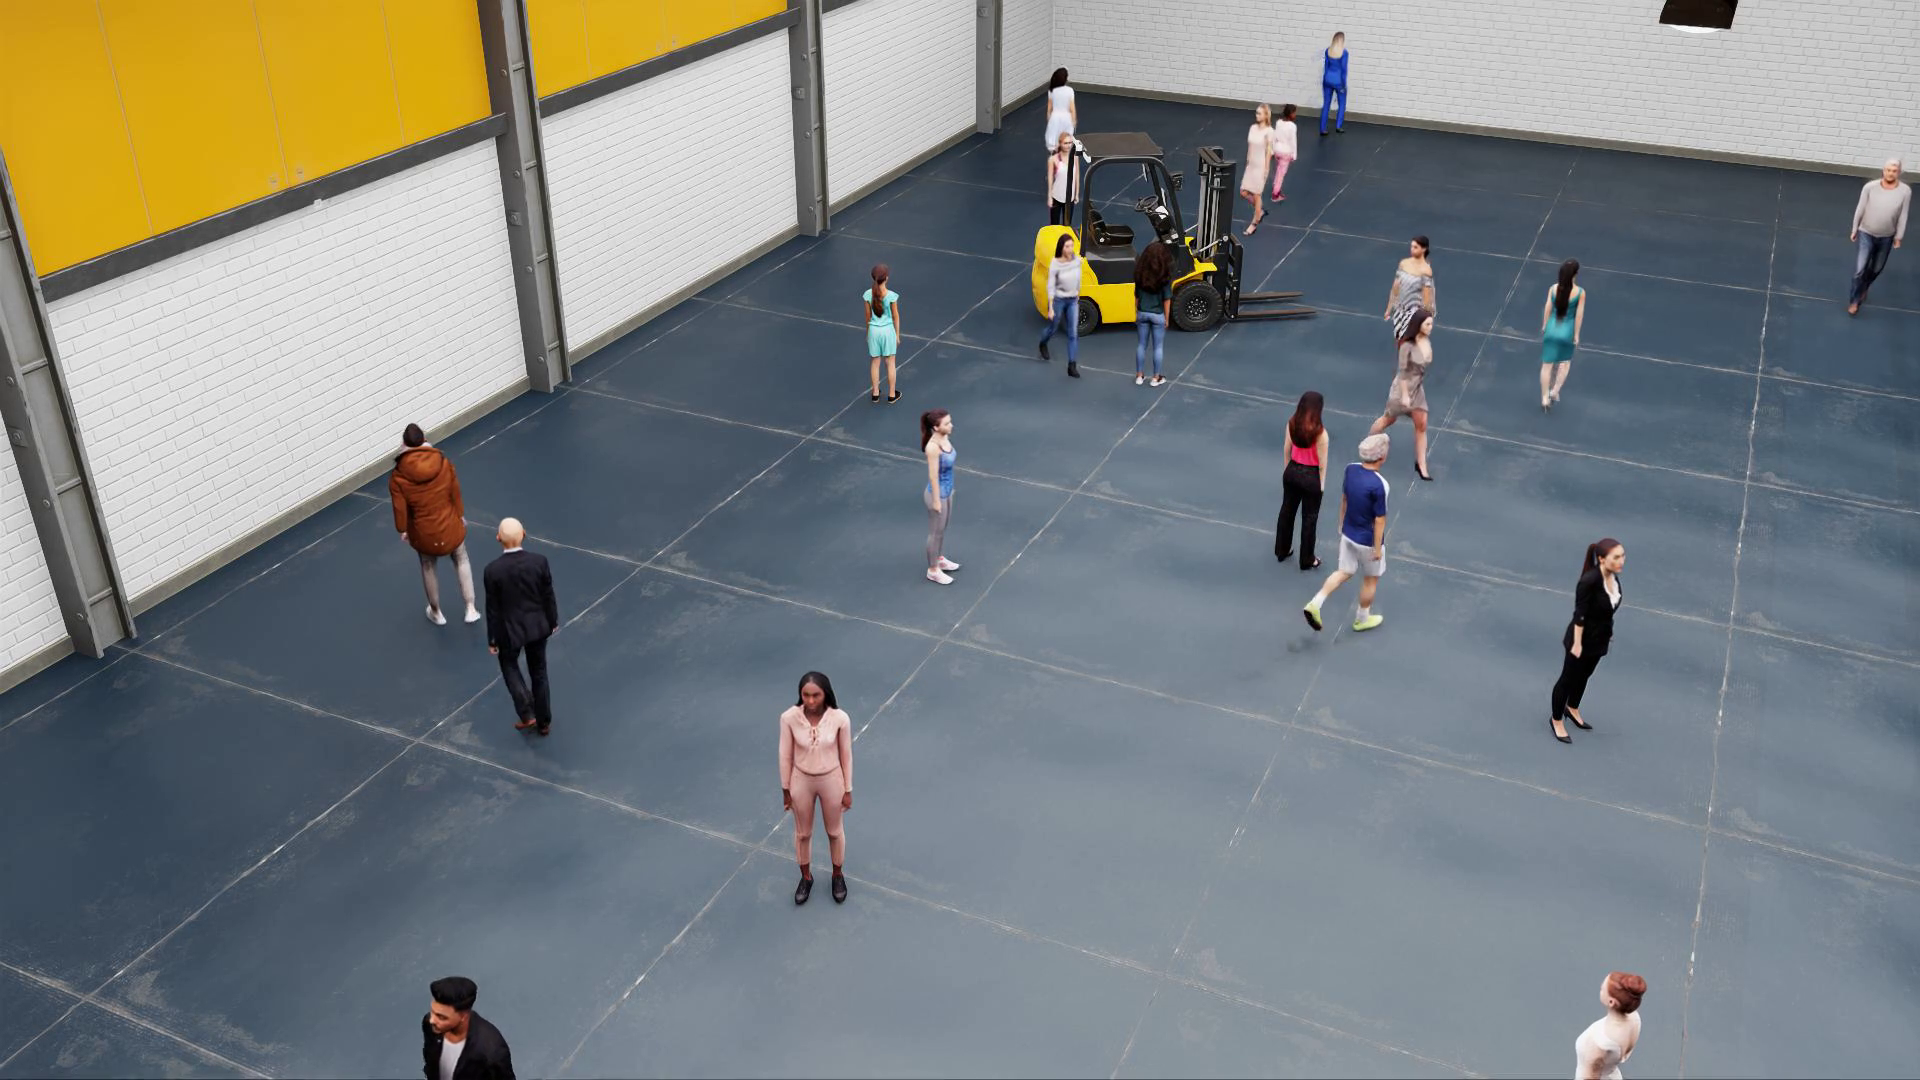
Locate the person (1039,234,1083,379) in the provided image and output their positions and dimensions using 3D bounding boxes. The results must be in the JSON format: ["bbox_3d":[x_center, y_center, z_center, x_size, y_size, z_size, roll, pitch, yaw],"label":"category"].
[{"bbox_3d":[1.108,-2.651,18.619,1.080,1.599,1.079,-13,31,-23],"label":"person"}]

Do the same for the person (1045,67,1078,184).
[{"bbox_3d":[1.473,-6.069,24.670,0.674,1.806,0.785,10,30,18],"label":"person"}]

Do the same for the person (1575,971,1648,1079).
[{"bbox_3d":[3.194,2.846,8.340,0.561,1.793,0.705,-24,36,-36],"label":"person"}]

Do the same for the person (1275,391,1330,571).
[{"bbox_3d":[3.041,-0.537,14.680,0.631,1.660,0.651,-25,37,-38],"label":"person"}]

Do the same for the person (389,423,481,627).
[{"bbox_3d":[-4.314,-0.100,13.695,0.878,1.836,0.948,-14,32,-24],"label":"person"}]

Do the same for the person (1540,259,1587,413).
[{"bbox_3d":[6.323,-2.139,17.604,0.603,1.671,0.647,15,32,26],"label":"person"}]

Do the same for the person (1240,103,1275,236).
[{"bbox_3d":[4.158,-5.105,22.883,0.826,1.823,0.745,-19,34,-31],"label":"person"}]

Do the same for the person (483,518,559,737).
[{"bbox_3d":[-3.208,0.699,12.280,0.778,1.788,0.874,-15,32,-25],"label":"person"}]

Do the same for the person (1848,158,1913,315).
[{"bbox_3d":[11.204,-3.736,20.318,0.734,1.876,1.163,13,31,22],"label":"person"}]

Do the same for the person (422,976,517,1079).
[{"bbox_3d":[-2.373,2.821,8.390,0.859,1.787,1.159,21,35,33],"label":"person"}]

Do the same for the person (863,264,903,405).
[{"bbox_3d":[-0.836,-2.225,17.880,0.599,1.558,0.609,5,29,10],"label":"person"}]

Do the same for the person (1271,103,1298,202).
[{"bbox_3d":[4.681,-5.660,24.301,0.687,1.439,0.656,-19,34,-31],"label":"person"}]

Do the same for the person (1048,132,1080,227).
[{"bbox_3d":[1.327,-4.461,21.742,0.673,1.785,0.736,-10,30,-18],"label":"person"}]

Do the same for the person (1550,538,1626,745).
[{"bbox_3d":[4.667,0.721,12.372,0.634,1.661,0.744,-21,35,-33],"label":"person"}]

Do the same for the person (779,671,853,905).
[{"bbox_3d":[-0.918,1.586,10.723,0.696,1.721,0.689,-1,29,-1],"label":"person"}]

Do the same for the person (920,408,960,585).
[{"bbox_3d":[-0.181,-0.404,14.488,0.665,1.610,0.536,7,29,12],"label":"person"}]

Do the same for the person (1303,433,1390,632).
[{"bbox_3d":[3.213,-0.009,13.547,1.127,1.818,0.985,-15,32,-26],"label":"person"}]

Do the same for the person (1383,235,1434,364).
[{"bbox_3d":[4.911,-2.434,18.001,0.827,1.810,0.765,-18,33,-29],"label":"person"}]

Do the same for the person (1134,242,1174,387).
[{"bbox_3d":[2.107,-2.486,18.300,0.584,1.615,0.572,12,31,20],"label":"person"}]

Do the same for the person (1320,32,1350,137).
[{"bbox_3d":[6.116,-7.487,27.390,0.715,1.688,0.776,20,35,33],"label":"person"}]

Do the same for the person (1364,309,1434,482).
[{"bbox_3d":[4.307,-1.451,16.307,1.120,1.705,0.999,-20,35,-33],"label":"person"}]
